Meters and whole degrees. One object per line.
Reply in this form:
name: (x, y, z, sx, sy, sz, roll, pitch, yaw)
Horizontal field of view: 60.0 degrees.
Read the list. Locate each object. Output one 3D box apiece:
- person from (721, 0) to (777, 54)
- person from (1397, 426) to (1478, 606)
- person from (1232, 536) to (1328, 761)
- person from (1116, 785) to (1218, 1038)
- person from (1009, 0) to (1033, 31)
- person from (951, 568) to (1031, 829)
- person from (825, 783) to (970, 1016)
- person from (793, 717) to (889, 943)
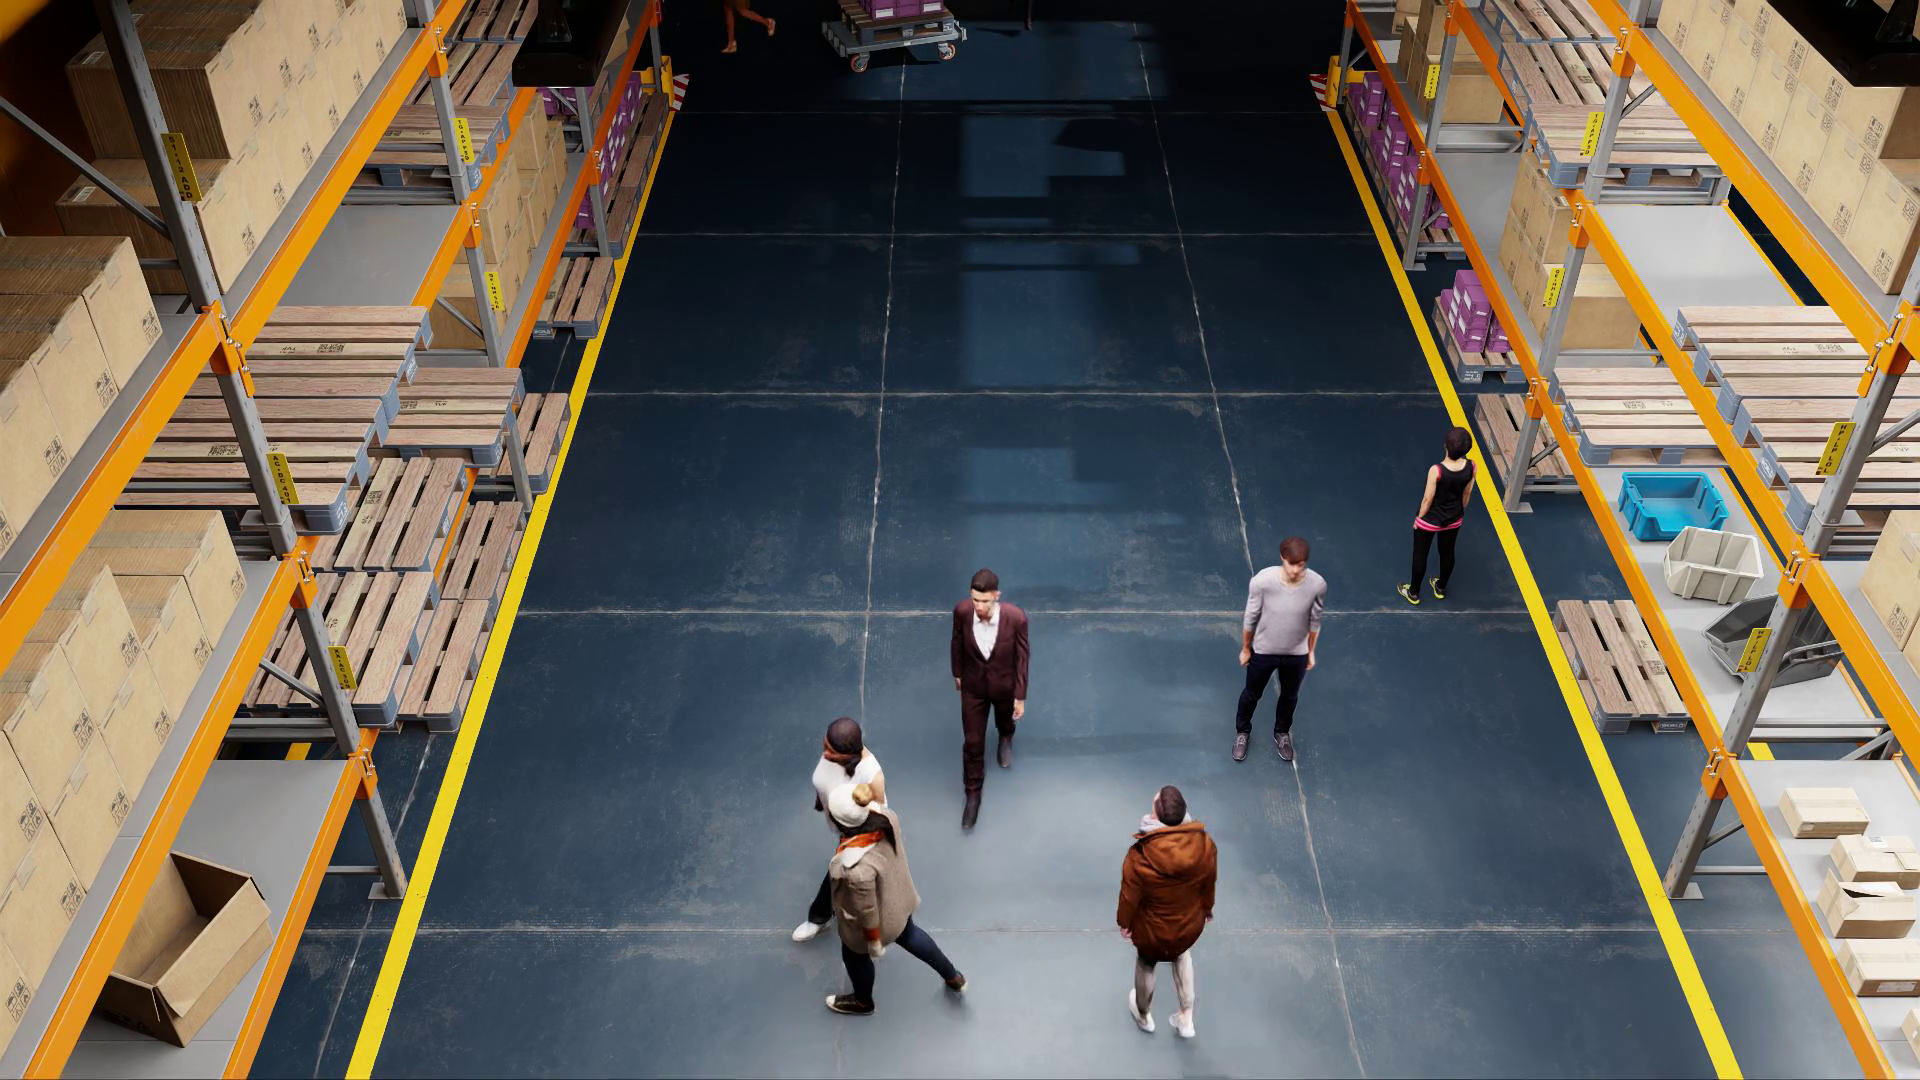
person: (-2.706, -6.871, 20.622, 0.943, 1.668, 0.993, -21, 43, -24)
person: (3.572, -0.191, 12.350, 0.588, 1.553, 0.567, -8, 39, -10)
person: (2.109, 0.702, 10.999, 0.653, 1.844, 0.525, 1, 39, 1)
person: (1.178, 2.152, 9.209, 0.815, 1.813, 0.867, -11, 40, -13)
person: (0.766, -7.454, 21.406, 0.678, 1.601, 1.106, -5, 39, -6)
person: (0.224, 0.886, 10.775, 0.789, 1.836, 1.202, 5, 39, 6)
person: (-0.388, 2.027, 9.318, 0.945, 1.871, 1.076, 11, 40, 14)
person: (-0.591, 1.642, 9.988, 1.144, 1.638, 1.179, -22, 43, -25)
